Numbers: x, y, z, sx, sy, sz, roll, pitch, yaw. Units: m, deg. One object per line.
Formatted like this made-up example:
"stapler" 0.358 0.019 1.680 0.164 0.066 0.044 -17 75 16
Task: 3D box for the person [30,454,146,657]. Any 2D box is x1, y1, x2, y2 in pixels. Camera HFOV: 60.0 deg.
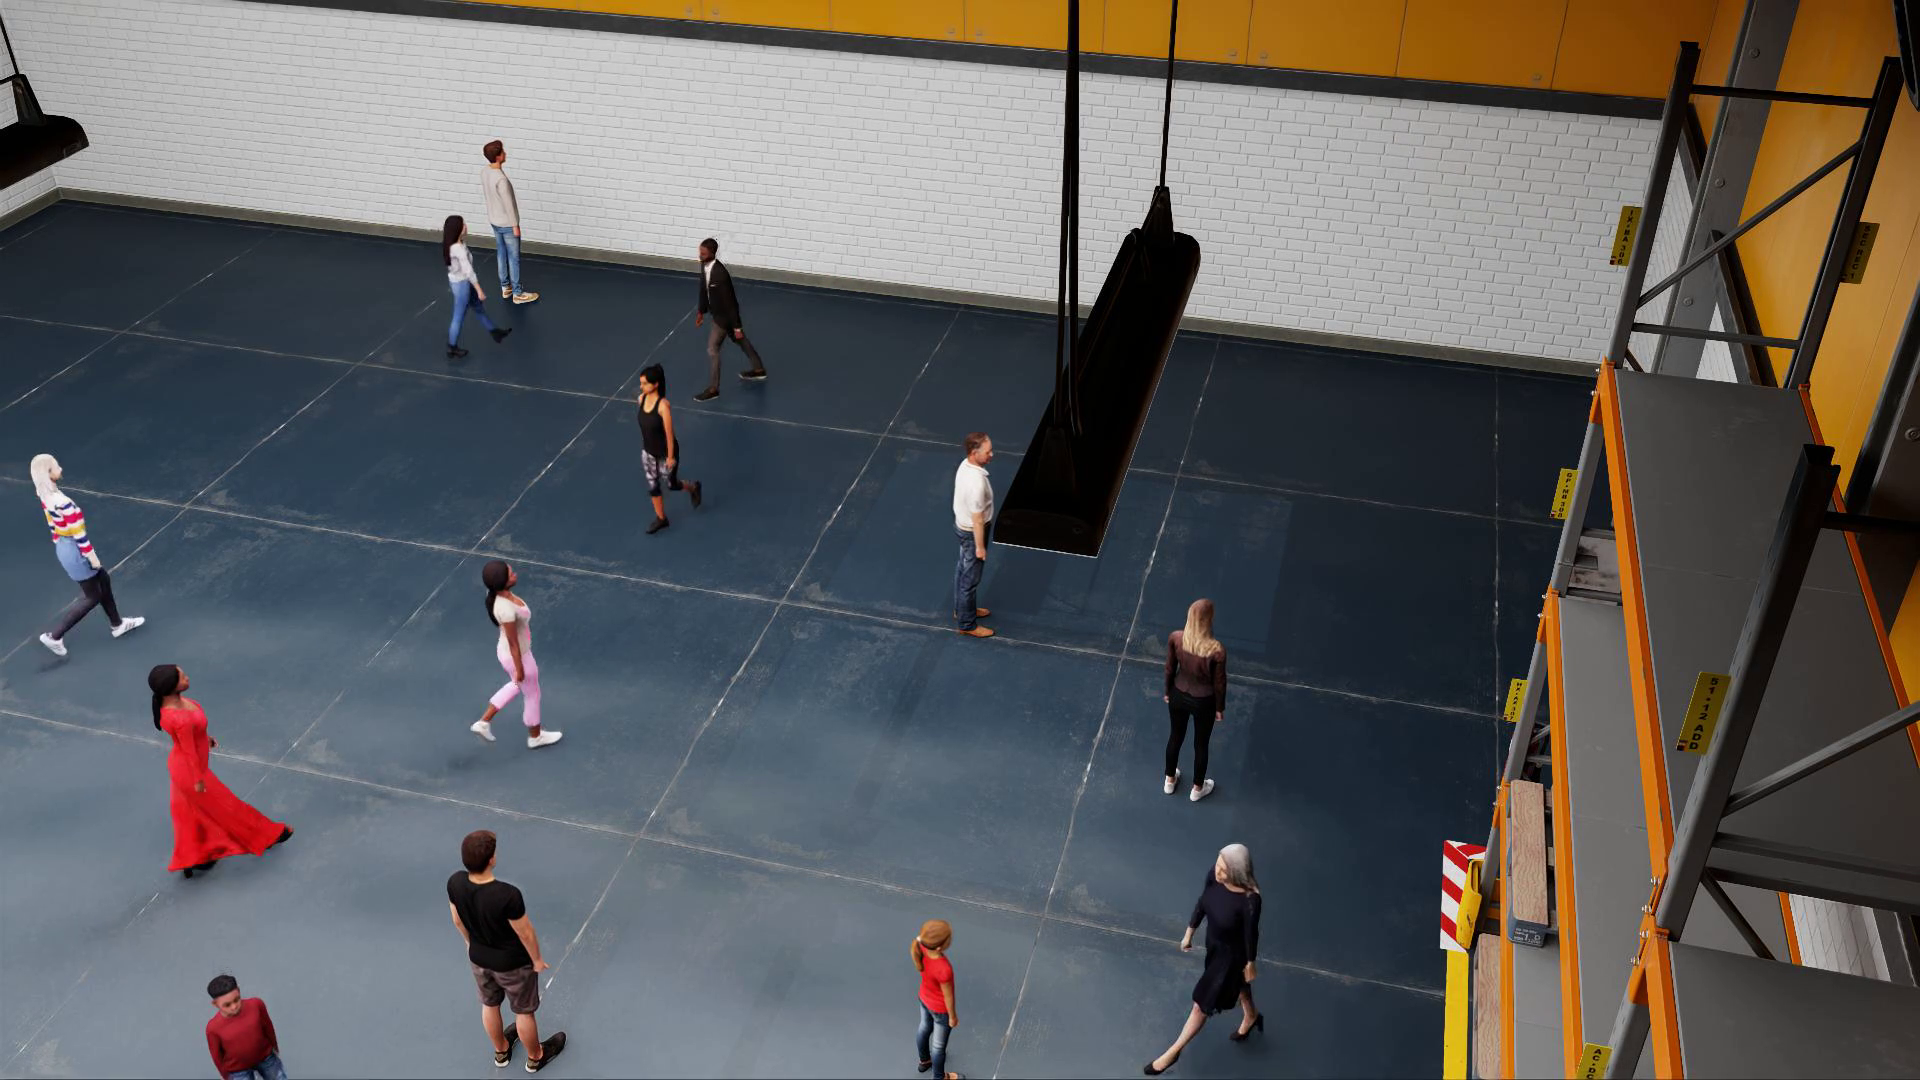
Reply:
"person" -7.215 0.145 13.420 1.145 1.786 0.999 -27 42 -34

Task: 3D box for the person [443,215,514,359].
"person" -5.427 -2.679 17.848 1.088 1.589 1.032 -18 37 -25

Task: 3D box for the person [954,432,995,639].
"person" 0.092 -0.070 13.686 0.783 1.851 0.614 -2 34 -3

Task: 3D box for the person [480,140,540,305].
"person" -5.211 -3.644 19.016 0.764 1.903 0.763 -27 42 -35

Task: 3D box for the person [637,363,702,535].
"person" -2.649 -0.847 15.038 0.785 1.648 0.975 23 40 30

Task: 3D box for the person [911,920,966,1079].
"person" -0.148 2.750 9.931 0.635 1.310 0.577 -19 38 -26

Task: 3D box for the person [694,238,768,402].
"person" -2.365 -2.297 17.138 1.147 1.738 1.147 -11 35 -16

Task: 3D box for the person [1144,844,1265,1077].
"person" 1.667 2.463 10.005 1.149 1.707 1.112 -17 37 -23

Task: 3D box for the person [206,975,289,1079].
"person" -4.148 2.970 9.653 0.643 1.252 0.702 -23 40 -30

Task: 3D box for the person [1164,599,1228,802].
"person" 1.676 1.152 11.981 0.655 1.703 0.586 17 37 24

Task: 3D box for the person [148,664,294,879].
"person" -5.280 1.604 11.259 1.157 1.750 1.017 -25 41 -32

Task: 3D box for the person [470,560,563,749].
"person" -3.385 0.890 12.354 0.967 1.726 0.903 -18 37 -24

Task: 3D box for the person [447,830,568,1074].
"person" -2.743 2.455 9.879 0.665 1.859 0.573 10 35 14
